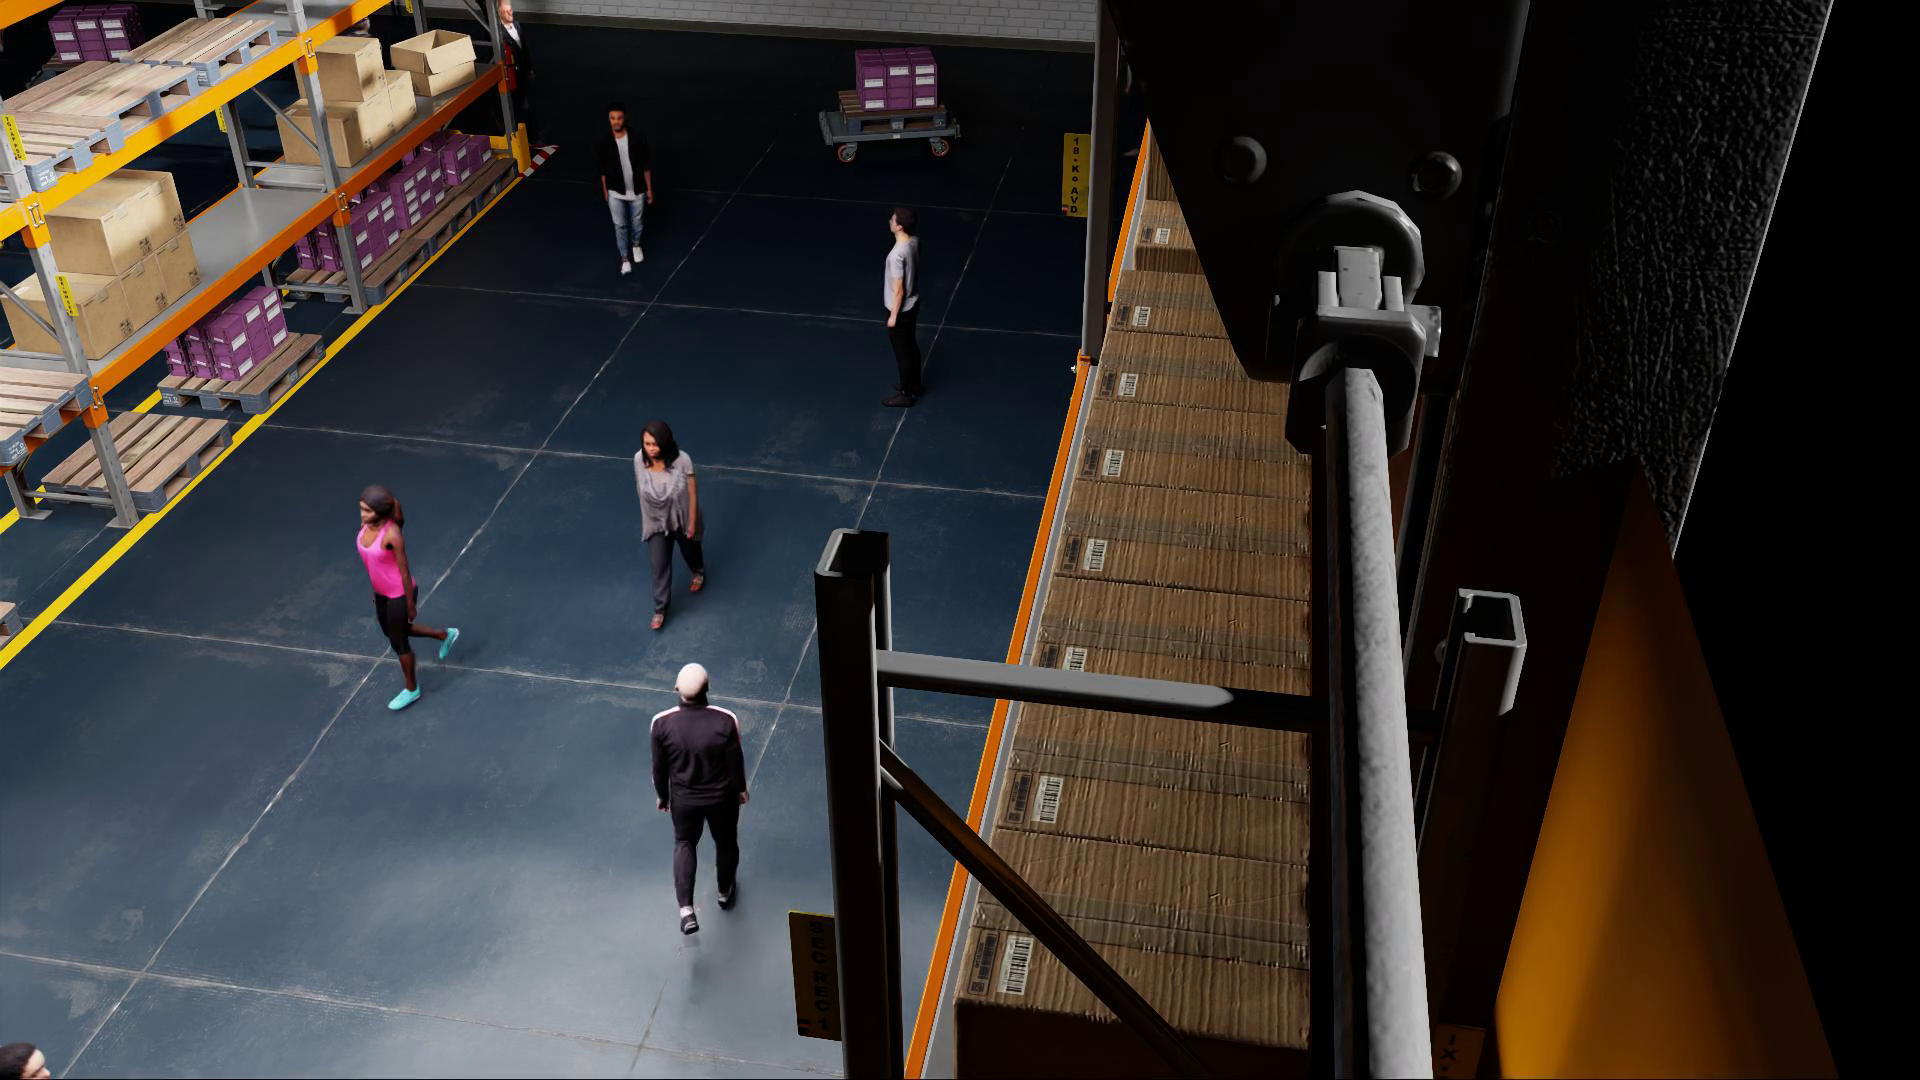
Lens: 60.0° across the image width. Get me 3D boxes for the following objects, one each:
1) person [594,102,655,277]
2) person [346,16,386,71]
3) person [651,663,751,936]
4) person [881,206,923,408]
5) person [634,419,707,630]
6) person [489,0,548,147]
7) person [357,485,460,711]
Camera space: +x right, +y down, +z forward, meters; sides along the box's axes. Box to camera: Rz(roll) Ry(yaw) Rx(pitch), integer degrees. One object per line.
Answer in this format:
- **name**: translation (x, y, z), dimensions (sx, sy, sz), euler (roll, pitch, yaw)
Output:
- **person**: translation (-3.459, -3.710, 17.281), dimensions (0.979, 1.779, 1.181), euler (-8, 35, -12)
- **person**: translation (-6.986, -5.301, 19.614), dimensions (0.802, 1.847, 1.122), euler (12, 35, 17)
- **person**: translation (-1.452, 1.507, 9.394), dimensions (0.791, 1.821, 1.002), euler (-1, 34, -1)
- **person**: translation (-0.493, -2.068, 14.734), dimensions (0.751, 1.864, 0.535), euler (10, 35, 15)
- **person**: translation (-2.083, -0.212, 12.207), dimensions (0.680, 1.570, 1.032), euler (3, 34, 4)
- **person**: translation (-5.510, -5.720, 20.299), dimensions (0.939, 1.786, 1.125), euler (15, 36, 21)
- **person**: translation (-3.763, 0.329, 11.271), dimensions (0.840, 1.707, 0.994), euler (25, 41, 33)
